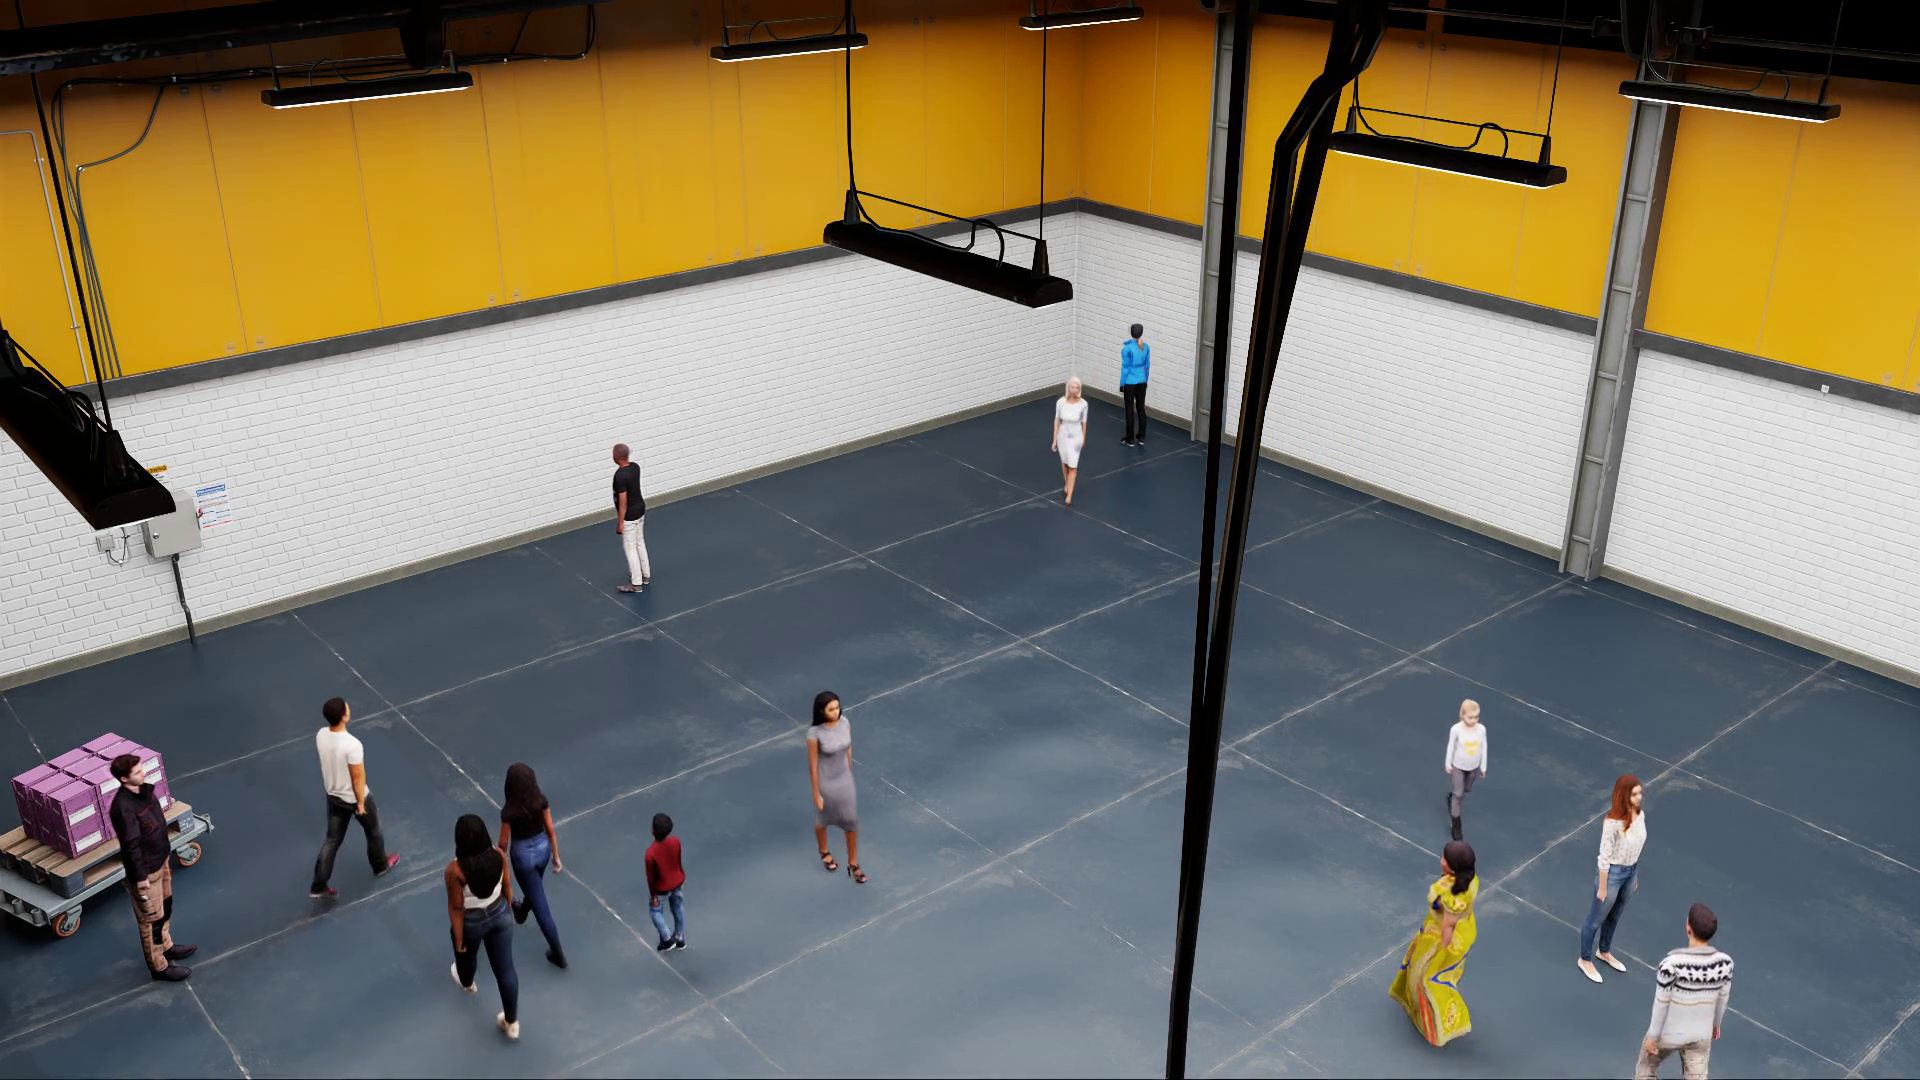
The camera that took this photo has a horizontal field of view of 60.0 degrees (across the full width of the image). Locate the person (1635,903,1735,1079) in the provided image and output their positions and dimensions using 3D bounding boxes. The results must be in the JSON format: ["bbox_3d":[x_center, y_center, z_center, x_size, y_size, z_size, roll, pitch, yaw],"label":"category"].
[{"bbox_3d":[4.851,3.306,11.057,1.138,1.841,1.288,-1,24,-3],"label":"person"}]

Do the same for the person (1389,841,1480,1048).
[{"bbox_3d":[3.619,2.924,12.164,1.050,1.656,0.996,13,27,28],"label":"person"}]

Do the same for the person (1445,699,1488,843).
[{"bbox_3d":[4.486,1.971,14.825,0.768,1.269,0.894,-2,24,-5],"label":"person"}]

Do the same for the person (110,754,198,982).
[{"bbox_3d":[-6.267,2.490,12.821,0.849,1.924,0.705,-5,24,-12],"label":"person"}]

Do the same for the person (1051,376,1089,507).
[{"bbox_3d":[1.443,-1.341,21.854,1.057,1.708,1.050,5,24,12],"label":"person"}]

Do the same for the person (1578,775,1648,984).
[{"bbox_3d":[5.059,2.586,12.848,0.613,1.727,0.569,-13,27,-27],"label":"person"}]

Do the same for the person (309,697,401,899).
[{"bbox_3d":[-5.156,2.159,13.767,1.152,1.773,1.045,9,25,20],"label":"person"}]

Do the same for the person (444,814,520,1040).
[{"bbox_3d":[-3.448,2.861,12.166,0.726,1.769,1.143,-16,28,-32],"label":"person"}]

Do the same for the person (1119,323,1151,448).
[{"bbox_3d":[2.499,-2.227,23.770,0.672,1.797,0.618,-10,26,-22],"label":"person"}]

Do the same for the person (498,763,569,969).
[{"bbox_3d":[-3.283,2.570,12.927,0.616,1.692,1.147,-20,30,-38],"label":"person"}]

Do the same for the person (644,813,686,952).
[{"bbox_3d":[-2.279,2.728,13.122,0.504,1.246,0.511,-20,31,-38],"label":"person"}]

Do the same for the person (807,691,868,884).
[{"bbox_3d":[-1.137,2.038,14.057,0.641,1.762,0.817,-16,28,-33],"label":"person"}]

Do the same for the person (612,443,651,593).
[{"bbox_3d":[-3.825,-0.273,19.292,0.788,1.803,0.764,6,24,13],"label":"person"}]
